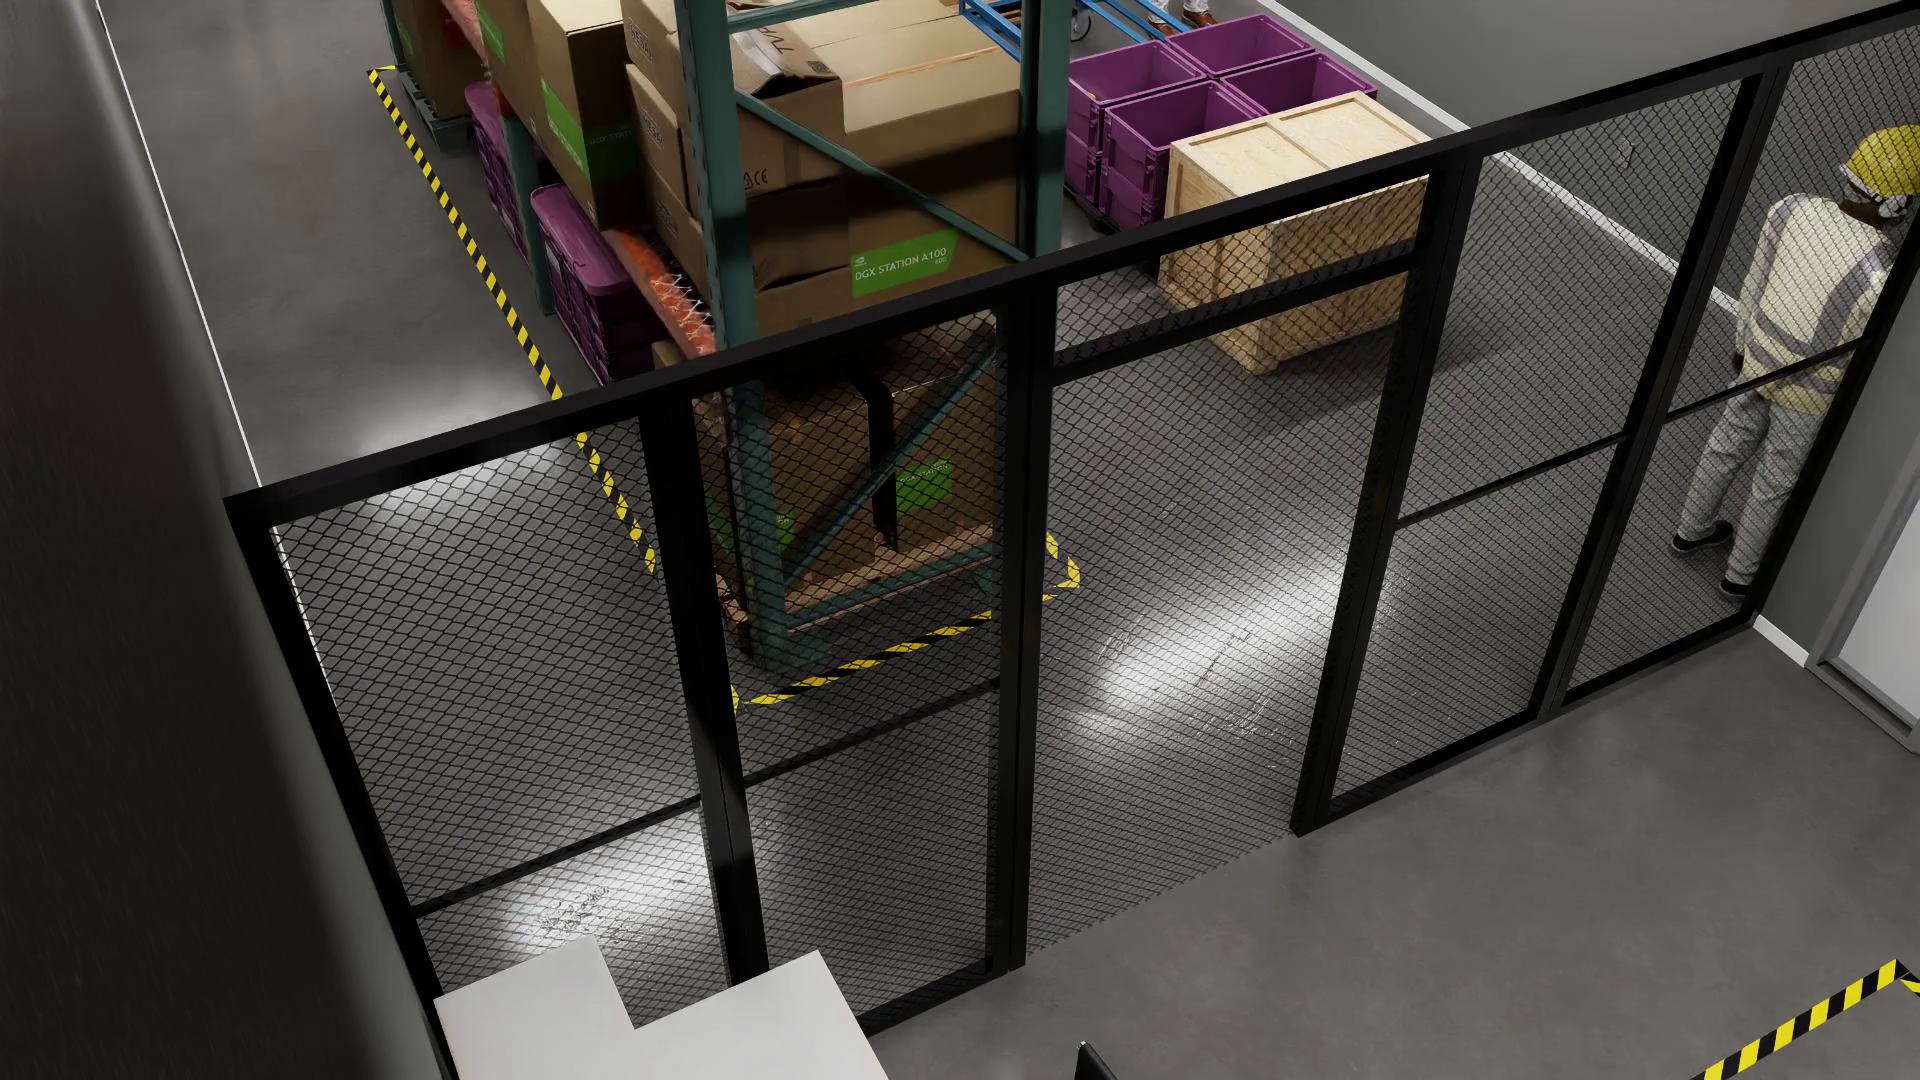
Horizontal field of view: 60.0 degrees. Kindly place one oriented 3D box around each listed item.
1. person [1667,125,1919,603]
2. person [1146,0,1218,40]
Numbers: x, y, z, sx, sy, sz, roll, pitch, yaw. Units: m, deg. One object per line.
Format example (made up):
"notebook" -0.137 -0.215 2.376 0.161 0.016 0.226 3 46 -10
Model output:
"person" 2.861 -0.568 5.645 0.404 1.832 0.596 -14 44 -15
"person" 1.272 -3.623 8.908 0.635 1.939 0.361 -22 47 -22
